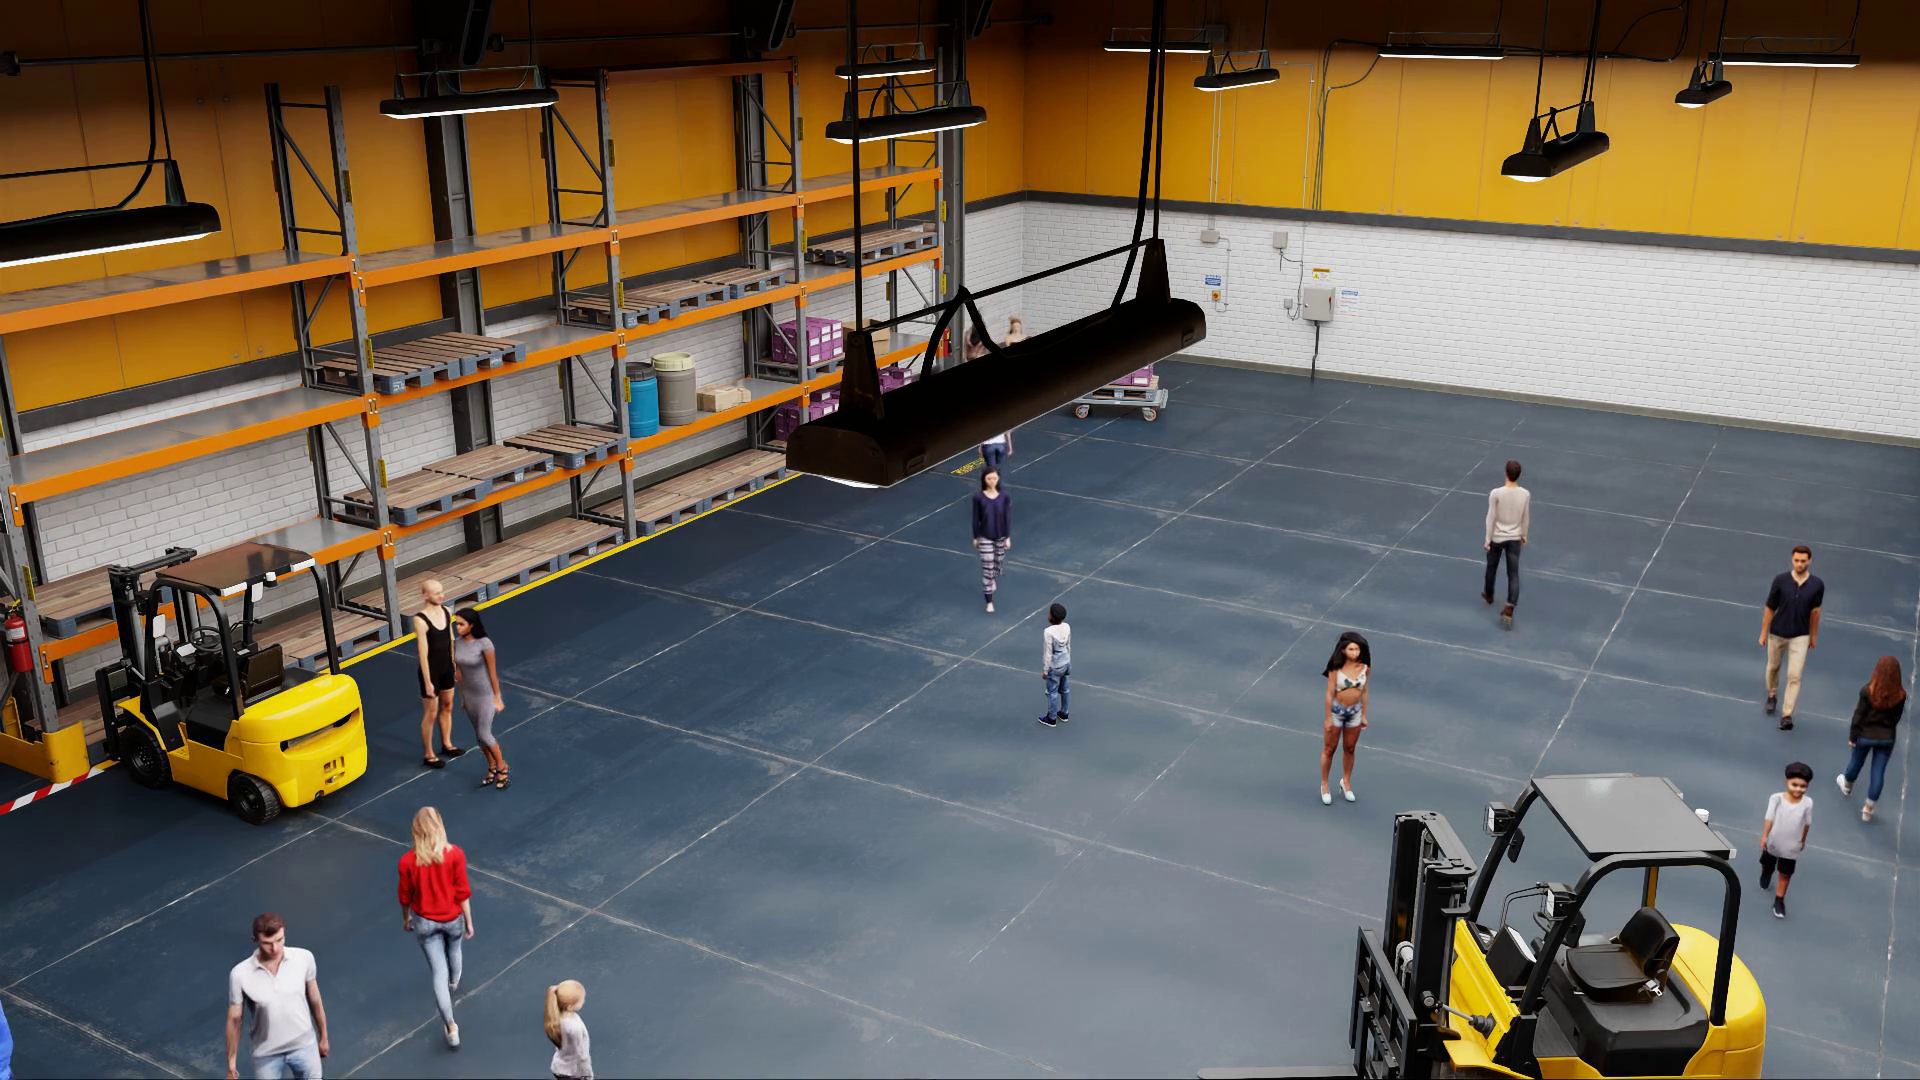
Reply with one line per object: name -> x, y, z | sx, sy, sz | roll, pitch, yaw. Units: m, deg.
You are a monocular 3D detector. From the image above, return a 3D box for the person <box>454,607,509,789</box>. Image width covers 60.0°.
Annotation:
person -> -4.278, 1.423, 14.968 | 0.605, 1.766, 0.618 | 9, 20, 24

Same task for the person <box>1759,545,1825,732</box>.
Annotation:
person -> 8.161, 0.921, 16.396 | 0.663, 1.805, 1.155 | 9, 21, 24

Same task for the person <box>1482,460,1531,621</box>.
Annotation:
person -> 6.261, 0.039, 18.980 | 1.033, 1.827, 1.308 | 1, 19, 2

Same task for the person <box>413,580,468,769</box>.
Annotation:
person -> -4.888, 1.223, 15.492 | 0.727, 1.810, 0.511 | 7, 20, 21

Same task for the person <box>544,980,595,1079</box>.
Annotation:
person -> -2.455, 3.284, 10.226 | 0.657, 1.265, 0.598 | -14, 23, -35

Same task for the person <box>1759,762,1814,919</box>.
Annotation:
person -> 6.501, 2.313, 13.134 | 0.548, 1.248, 0.781 | 7, 20, 20

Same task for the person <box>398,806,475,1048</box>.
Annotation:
person -> -3.571, 2.679, 11.406 | 1.112, 1.658, 1.143 | -6, 19, -17

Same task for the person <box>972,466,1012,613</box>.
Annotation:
person -> 0.364, -0.059, 19.447 | 0.950, 1.714, 1.057 | -3, 19, -8

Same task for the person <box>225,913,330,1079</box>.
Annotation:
person -> -4.081, 3.048, 10.013 | 0.716, 1.848, 0.880 | -9, 21, -26

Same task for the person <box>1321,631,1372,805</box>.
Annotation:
person -> 3.411, 1.567, 14.758 | 0.664, 1.626, 0.718 | -4, 19, -11

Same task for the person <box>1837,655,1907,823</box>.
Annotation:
person -> 7.994, 1.753, 14.481 | 0.695, 1.449, 0.948 | 5, 19, 14

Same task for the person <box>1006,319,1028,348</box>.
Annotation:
person -> 0.951, -2.995, 28.380 | 0.997, 1.577, 1.094 | -5, 19, -14

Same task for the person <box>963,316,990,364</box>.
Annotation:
person -> 0.272, -2.923, 27.921 | 0.733, 1.735, 1.125 | 5, 19, 15

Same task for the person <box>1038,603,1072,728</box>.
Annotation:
person -> 0.952, 1.217, 16.371 | 0.522, 1.260, 0.607 | -14, 23, -35
